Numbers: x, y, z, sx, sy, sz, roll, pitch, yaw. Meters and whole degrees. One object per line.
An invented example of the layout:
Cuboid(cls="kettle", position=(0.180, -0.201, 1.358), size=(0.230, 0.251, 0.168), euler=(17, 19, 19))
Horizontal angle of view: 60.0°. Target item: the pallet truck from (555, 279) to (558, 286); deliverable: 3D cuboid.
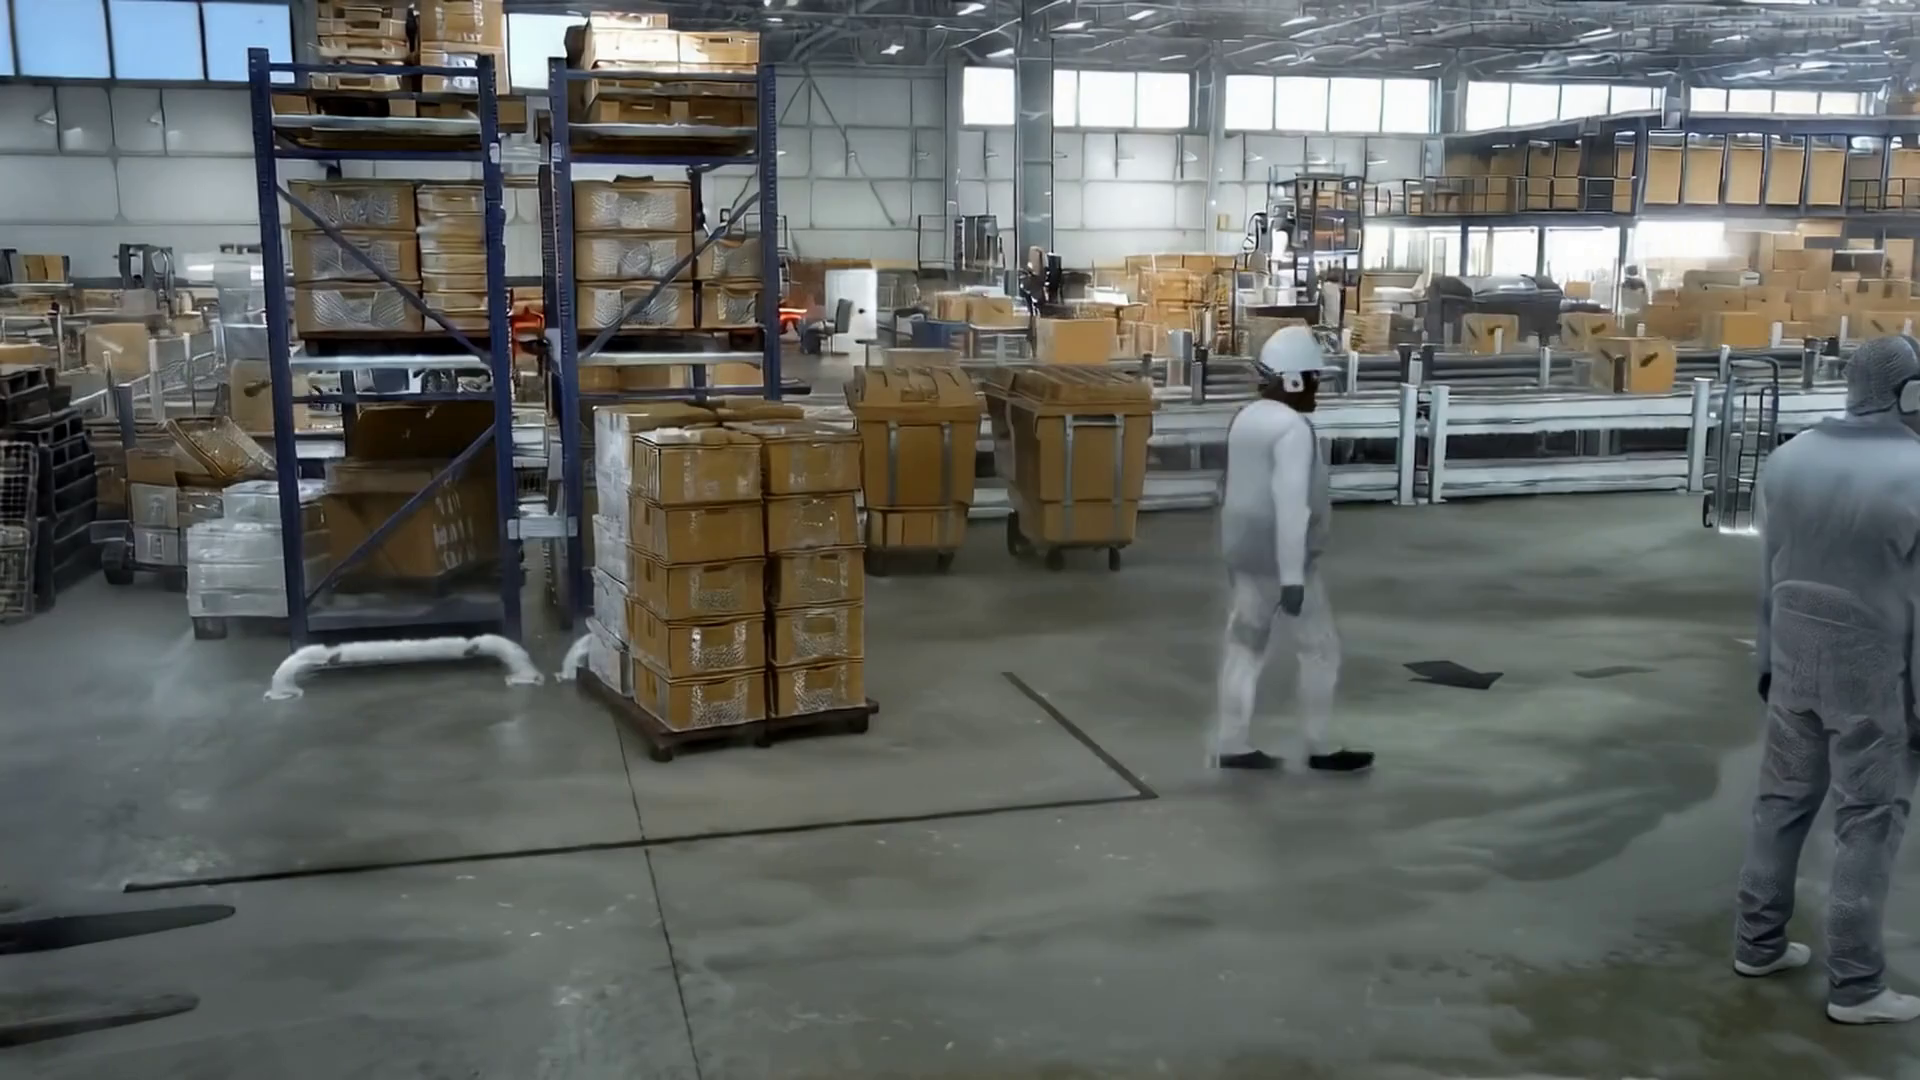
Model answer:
Cuboid(cls="pallet truck", position=(-10.604, -6.375, 44.520), size=(0.653, 1.274, 1.630), euler=(-3, 10, -15))

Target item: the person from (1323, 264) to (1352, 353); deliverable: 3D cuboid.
Cuboid(cls="person", position=(6.136, -3.534, 26.925), size=(0.554, 1.830, 0.913), euler=(-6, 12, -32))

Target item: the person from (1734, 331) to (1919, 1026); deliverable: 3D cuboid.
Cuboid(cls="person", position=(2.497, 0.375, 4.628), size=(0.394, 1.899, 0.641), euler=(-4, 11, -21))

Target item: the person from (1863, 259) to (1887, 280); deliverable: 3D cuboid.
Cuboid(cls="person", position=(19.823, -5.147, 36.015), size=(0.589, 1.861, 0.876), euler=(-2, 10, -9))

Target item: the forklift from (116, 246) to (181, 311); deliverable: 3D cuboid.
Cuboid(cls="forklift", position=(-19.966, -6.232, 40.894), size=(1.157, 1.987, 2.680), euler=(-3, 10, -15))

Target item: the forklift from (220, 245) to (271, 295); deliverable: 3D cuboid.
Cuboid(cls="forklift", position=(-17.749, -6.334, 41.440), size=(1.157, 1.987, 2.680), euler=(-3, 10, -17))

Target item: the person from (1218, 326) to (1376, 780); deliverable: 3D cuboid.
Cuboid(cls="person", position=(1.373, 0.064, 6.608), size=(0.732, 1.809, 0.620), euler=(-3, 10, -14))

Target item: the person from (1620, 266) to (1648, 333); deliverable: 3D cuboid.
Cuboid(cls="person", position=(13.909, -4.790, 34.374), size=(0.522, 1.718, 0.954), euler=(4, 11, 21))
